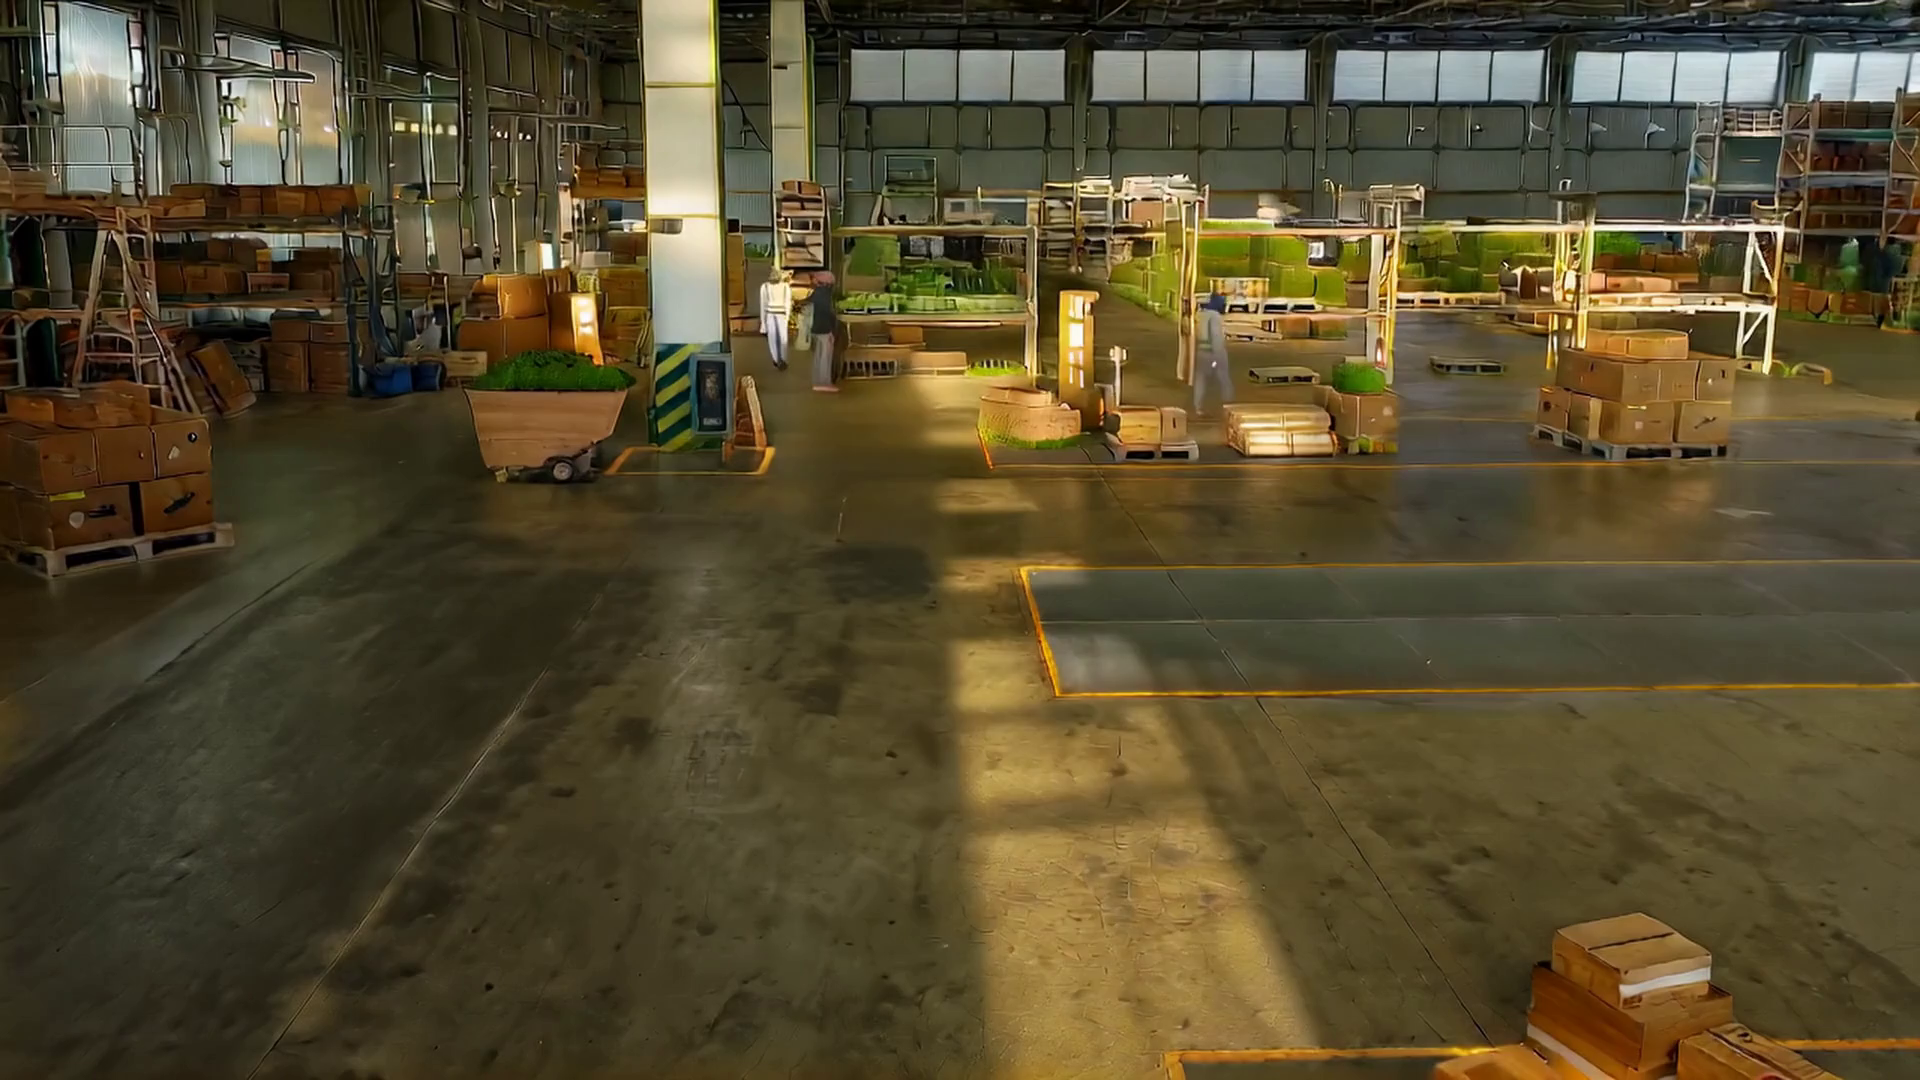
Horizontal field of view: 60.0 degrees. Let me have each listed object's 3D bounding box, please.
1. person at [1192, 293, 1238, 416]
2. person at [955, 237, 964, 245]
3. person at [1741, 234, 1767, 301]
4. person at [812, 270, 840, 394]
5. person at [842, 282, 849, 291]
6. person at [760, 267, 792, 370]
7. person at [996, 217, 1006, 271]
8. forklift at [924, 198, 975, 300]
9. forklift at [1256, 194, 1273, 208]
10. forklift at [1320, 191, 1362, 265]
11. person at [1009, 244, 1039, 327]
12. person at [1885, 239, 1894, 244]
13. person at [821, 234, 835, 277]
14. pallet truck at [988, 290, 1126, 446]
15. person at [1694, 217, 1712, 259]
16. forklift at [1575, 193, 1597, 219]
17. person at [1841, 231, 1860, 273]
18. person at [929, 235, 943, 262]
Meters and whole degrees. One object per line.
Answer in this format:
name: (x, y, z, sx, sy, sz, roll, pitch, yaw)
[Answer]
person: (3.824, -2.717, 24.419, 0.899, 1.800, 0.639, -5, 13, -20)
person: (-0.012, -7.672, 46.970, 0.482, 1.735, 0.326, -6, 14, -26)
person: (21.539, -7.325, 45.085, 0.622, 1.891, 0.770, 2, 13, 7)
person: (-2.180, -3.380, 27.001, 0.401, 1.989, 0.623, -6, 14, -26)
person: (-3.665, -8.247, 49.841, 0.736, 1.605, 0.529, 0, 12, 1)
person: (-3.323, -3.994, 30.123, 0.596, 1.834, 0.956, -3, 13, -13)
person: (1.507, -10.715, 60.242, 0.362, 1.939, 0.542, 5, 13, 20)
forklift: (-0.056, -8.038, 46.012, 1.129, 2.768, 1.873, 9, 16, 36)
forklift: (10.014, -9.992, 54.833, 1.873, 2.768, 1.129, 0, 12, -2)
forklift: (14.833, -11.868, 63.306, 1.129, 2.768, 1.873, -11, 17, -42)
person: (1.457, -5.855, 38.367, 0.659, 1.915, 0.784, 4, 13, 16)
person: (30.688, -9.406, 55.052, 0.658, 1.616, 0.523, 1, 13, 5)
person: (-3.674, -7.675, 46.728, 0.506, 1.847, 0.345, 2, 13, 7)
pallet truck: (1.257, -2.299, 22.111, 1.885, 1.965, 0.823, -9, 15, -35)
person: (26.612, -10.591, 59.640, 0.621, 1.945, 0.984, 8, 15, 33)
forklift: (21.612, -10.613, 57.638, 1.873, 2.768, 1.129, 0, 12, -2)
person: (25.109, -7.749, 46.904, 0.629, 1.925, 0.441, -5, 13, -20)
person: (-0.631, -8.230, 49.116, 0.638, 1.909, 0.916, -4, 13, -16)
